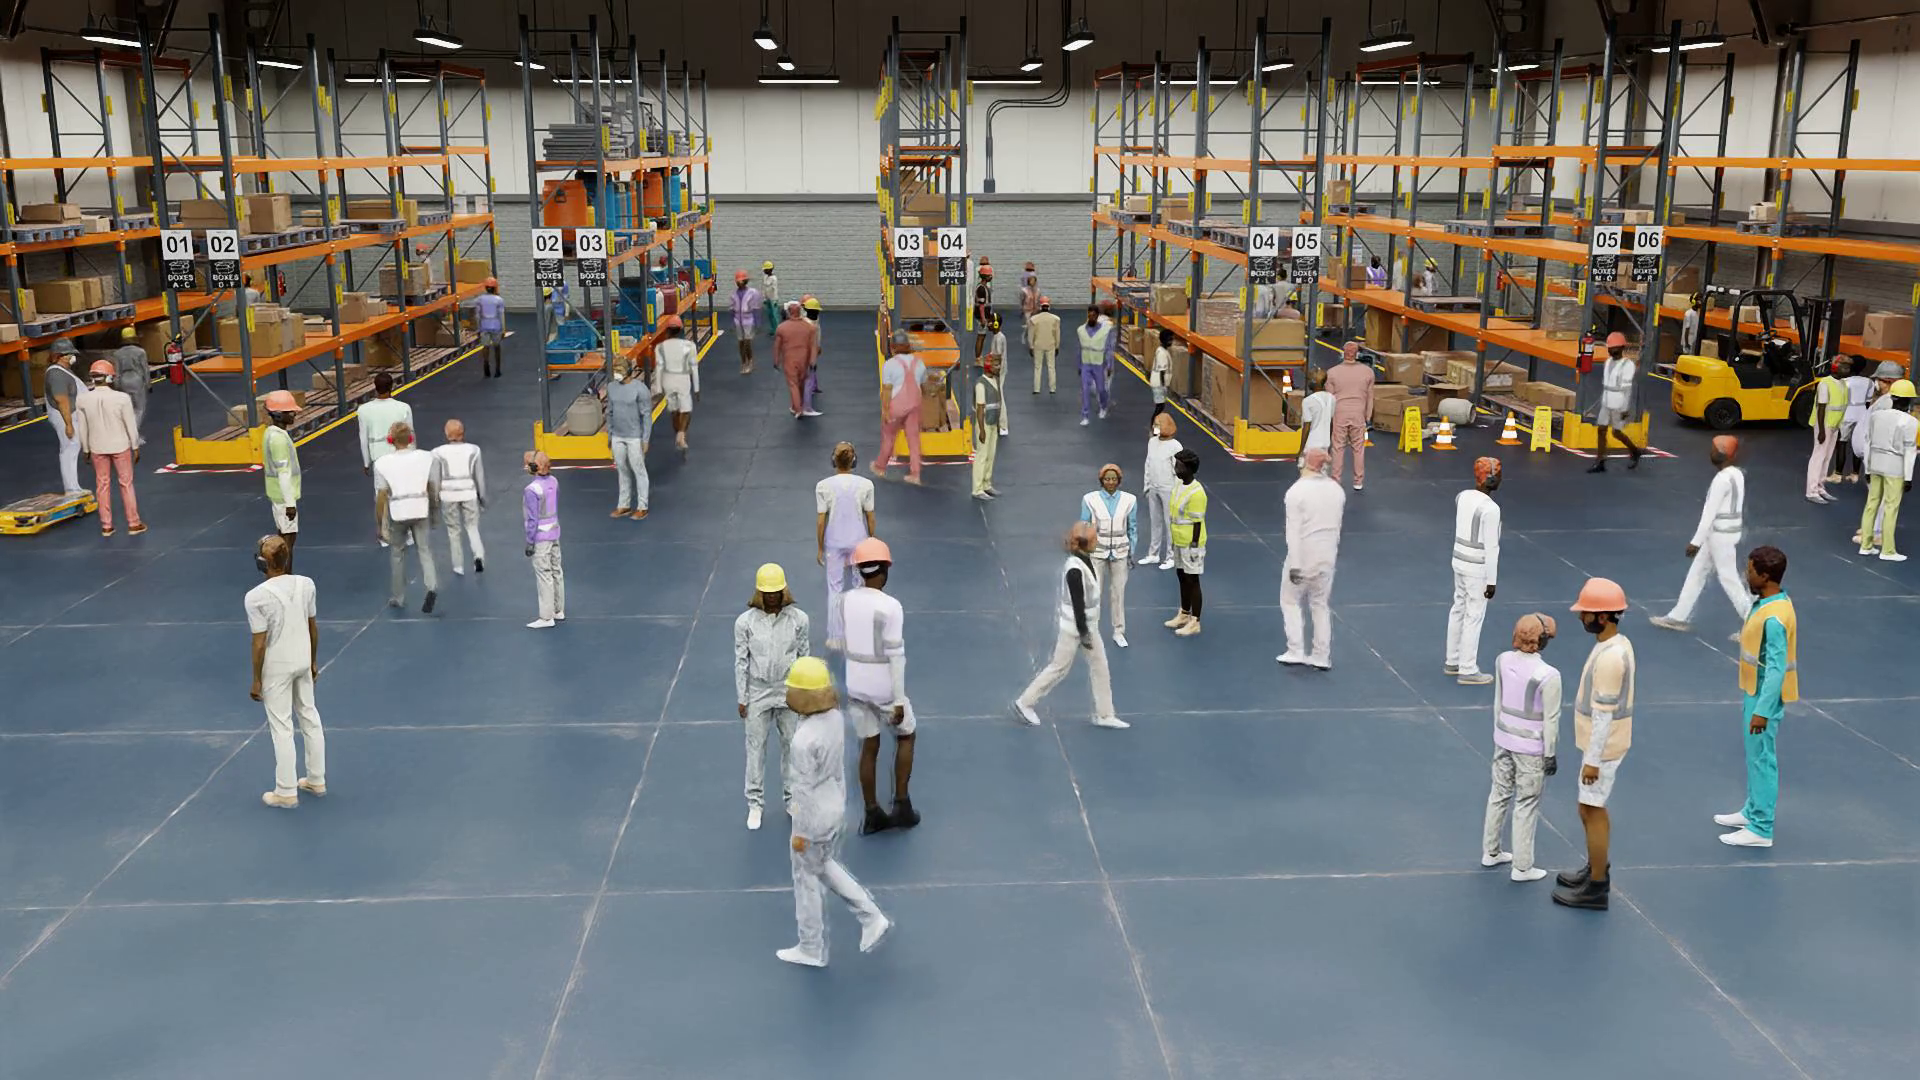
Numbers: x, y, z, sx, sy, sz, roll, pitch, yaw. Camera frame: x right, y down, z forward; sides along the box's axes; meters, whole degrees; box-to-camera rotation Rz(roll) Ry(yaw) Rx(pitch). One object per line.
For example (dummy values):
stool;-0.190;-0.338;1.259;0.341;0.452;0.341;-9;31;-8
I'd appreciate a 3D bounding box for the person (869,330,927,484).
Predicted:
person;-0.805;-1.778;21.800;0.696;2.000;1.011;-9;16;-33

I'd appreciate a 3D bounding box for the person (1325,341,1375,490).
person;4.941;-1.576;21.228;0.639;1.911;0.402;0;13;0

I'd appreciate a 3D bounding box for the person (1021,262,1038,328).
person;1.693;-5.917;40.226;0.505;1.626;0.329;12;18;42

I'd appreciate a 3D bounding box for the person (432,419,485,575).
person;-5.106;-0.423;16.962;0.520;1.623;0.401;-6;15;-25

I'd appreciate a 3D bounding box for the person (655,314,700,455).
person;-4.021;-2.175;23.549;0.611;2.011;0.817;1;13;5

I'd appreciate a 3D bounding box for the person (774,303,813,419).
person;-2.677;-2.906;26.979;0.651;1.864;0.988;-6;14;-23

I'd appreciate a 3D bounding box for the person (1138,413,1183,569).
person;2.102;-0.515;17.317;0.279;1.634;0.499;-10;17;-37

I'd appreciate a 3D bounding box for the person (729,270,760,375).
person;-4.160;-4.157;31.892;0.625;2.025;0.495;5;14;20

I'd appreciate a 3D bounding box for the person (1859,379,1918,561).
person;9.873;-0.744;17.662;0.385;1.928;0.589;-5;14;-19

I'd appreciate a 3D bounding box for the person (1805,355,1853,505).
person;10.698;-1.373;20.517;0.563;1.838;0.393;-11;17;-40

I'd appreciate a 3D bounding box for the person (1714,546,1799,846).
person;5.028;0.977;10.401;0.385;1.914;0.590;5;14;21

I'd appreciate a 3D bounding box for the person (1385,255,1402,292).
person;10.781;-6.300;41.293;0.645;1.890;0.649;-4;14;-15

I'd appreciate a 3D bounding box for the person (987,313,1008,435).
person;0.568;-2.531;25.392;0.326;1.861;0.504;-1;13;-4

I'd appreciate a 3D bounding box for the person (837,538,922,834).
person;-0.511;0.932;10.632;0.571;1.898;0.528;10;16;36

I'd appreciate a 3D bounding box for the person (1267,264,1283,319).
person;7.264;-5.558;38.166;0.358;1.880;0.575;-9;16;-34

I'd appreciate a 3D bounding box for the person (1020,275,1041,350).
person;1.502;-4.976;36.245;0.526;1.623;0.670;-8;15;-31

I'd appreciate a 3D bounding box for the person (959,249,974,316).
person;0.164;-6.697;43.280;0.350;1.743;0.563;5;14;20

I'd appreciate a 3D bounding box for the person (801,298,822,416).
person;-2.444;-2.988;27.207;0.406;1.918;0.582;-5;14;-21

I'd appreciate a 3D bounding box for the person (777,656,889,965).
person;-0.711;1.453;8.797;0.513;1.727;0.484;5;14;20

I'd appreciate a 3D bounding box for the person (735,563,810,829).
person;-1.191;0.996;10.684;0.493;1.743;0.295;-4;14;-17

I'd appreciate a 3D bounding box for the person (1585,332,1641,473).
person;8.852;-1.845;22.363;0.703;1.919;0.559;-5;14;-19

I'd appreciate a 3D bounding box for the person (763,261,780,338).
person;-4.368;-5.528;38.311;0.364;1.760;0.522;-9;16;-32

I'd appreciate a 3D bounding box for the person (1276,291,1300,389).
person;5.986;-3.644;30.293;0.326;1.767;0.533;-12;18;-42

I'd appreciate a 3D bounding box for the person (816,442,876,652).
person;-0.987;0.062;14.424;0.514;1.845;0.338;-2;13;-9

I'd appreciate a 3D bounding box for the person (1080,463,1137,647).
person;1.294;0.135;14.556;0.514;1.641;0.307;-1;13;-6

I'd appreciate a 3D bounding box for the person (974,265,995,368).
person;0.497;-4.465;33.212;0.412;2.035;0.605;1;13;6

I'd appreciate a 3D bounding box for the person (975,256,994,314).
person;0.621;-6.392;42.252;0.505;1.623;0.313;-3;14;-13

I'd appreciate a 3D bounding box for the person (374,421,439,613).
person;-5.178;-0.200;15.614;0.629;1.817;0.739;-9;16;-33

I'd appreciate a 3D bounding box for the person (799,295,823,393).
person;-2.704;-3.495;29.679;0.568;1.755;0.318;7;15;29

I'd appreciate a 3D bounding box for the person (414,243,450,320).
person;-13.548;-6.570;42.304;0.957;1.957;0.603;-6;14;-22

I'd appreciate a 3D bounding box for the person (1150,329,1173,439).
person;3.008;-2.325;24.878;0.321;1.686;0.548;2;13;10

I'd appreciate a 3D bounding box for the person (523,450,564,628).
person;-3.802;-0.012;15.178;0.306;1.640;0.511;3;14;12
